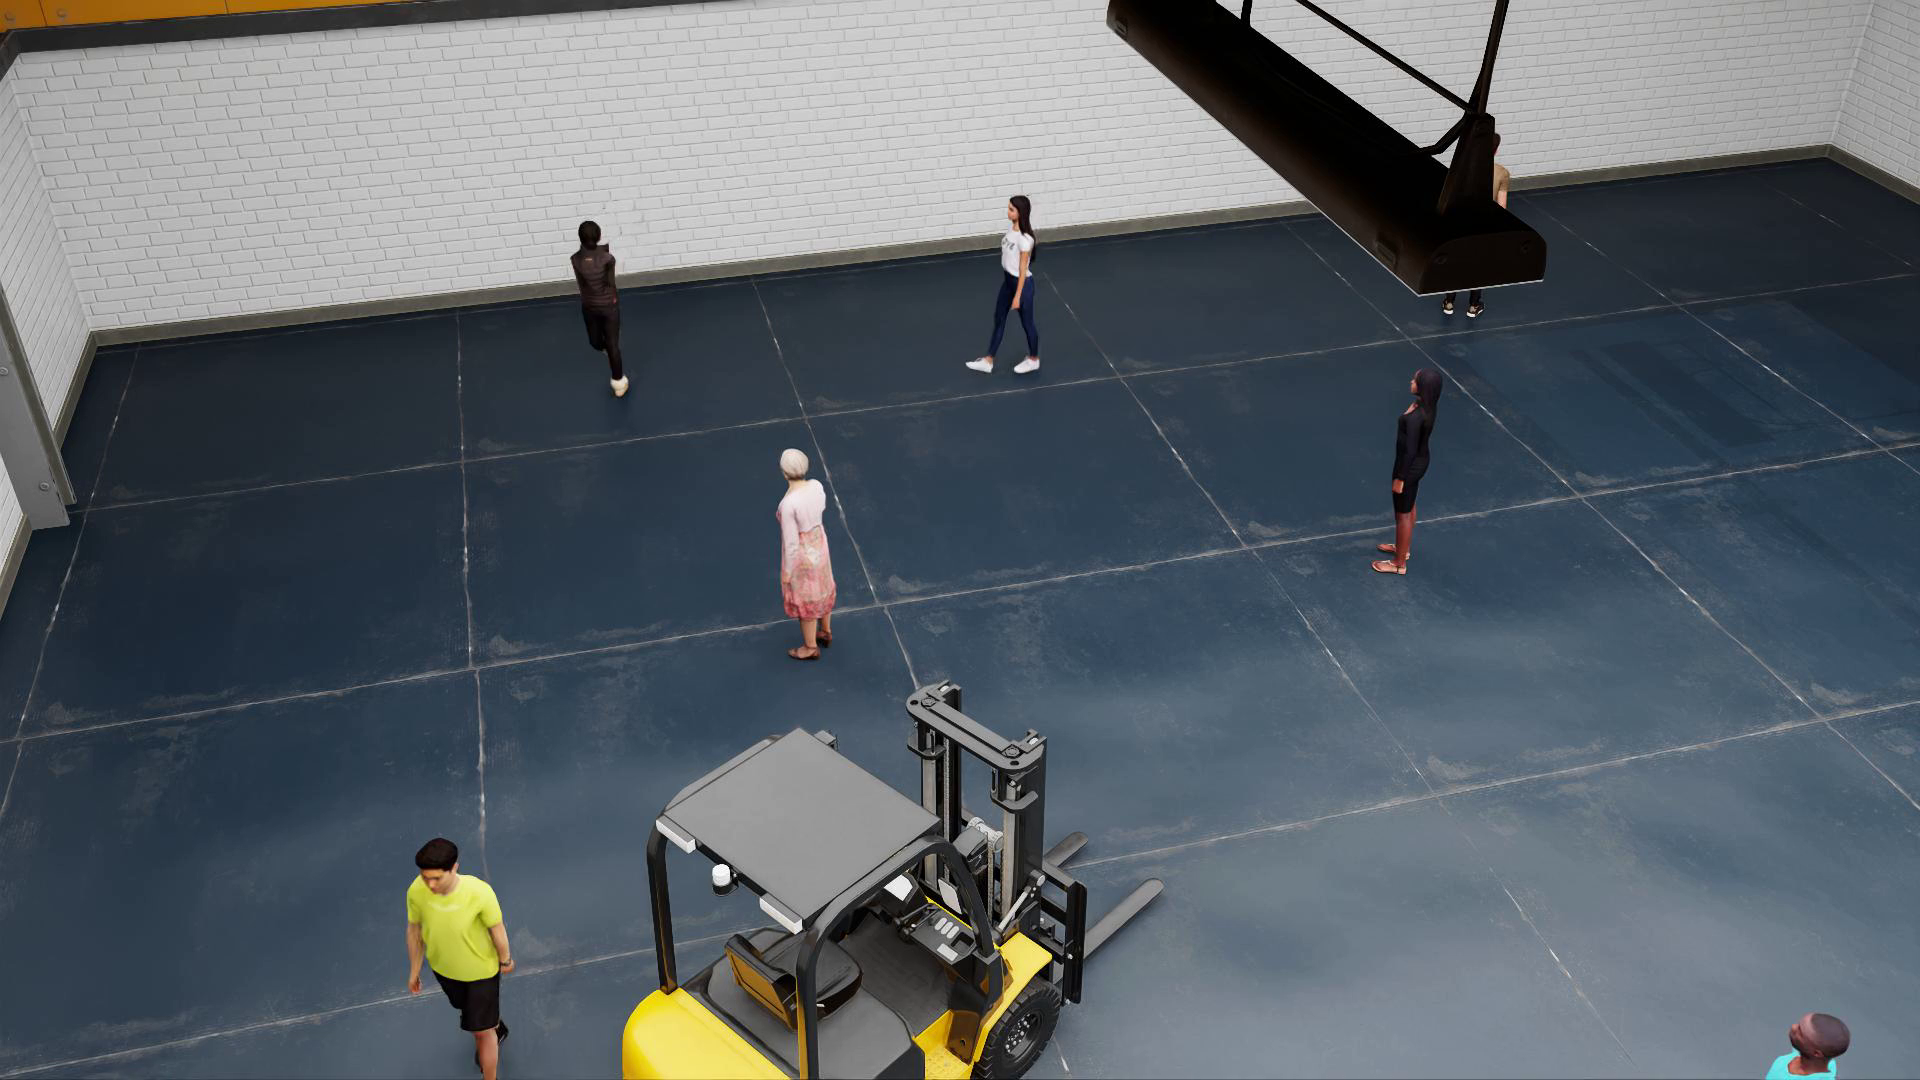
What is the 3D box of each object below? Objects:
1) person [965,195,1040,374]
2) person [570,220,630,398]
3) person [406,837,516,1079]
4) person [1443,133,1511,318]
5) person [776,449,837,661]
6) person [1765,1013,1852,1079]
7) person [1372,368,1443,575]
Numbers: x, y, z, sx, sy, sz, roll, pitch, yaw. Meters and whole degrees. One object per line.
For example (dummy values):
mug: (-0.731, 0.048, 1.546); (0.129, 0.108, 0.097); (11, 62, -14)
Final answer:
person: (0.618, -2.320, 15.236); (0.765, 1.753, 0.923); (-14, 36, -20)
person: (-3.206, -2.168, 15.103); (0.979, 1.648, 0.759); (-7, 34, -11)
person: (-2.544, 2.115, 8.630); (0.867, 1.681, 0.999); (8, 34, 12)
person: (5.052, -3.103, 16.326); (0.749, 1.851, 0.781); (14, 36, 19)
person: (-1.071, 0.109, 11.637); (0.752, 1.691, 0.697); (19, 38, 26)
person: (3.698, 2.779, 7.514); (0.754, 1.810, 0.652); (11, 35, 16)
person: (3.396, -0.536, 12.582); (0.737, 1.721, 0.648); (14, 36, 20)
